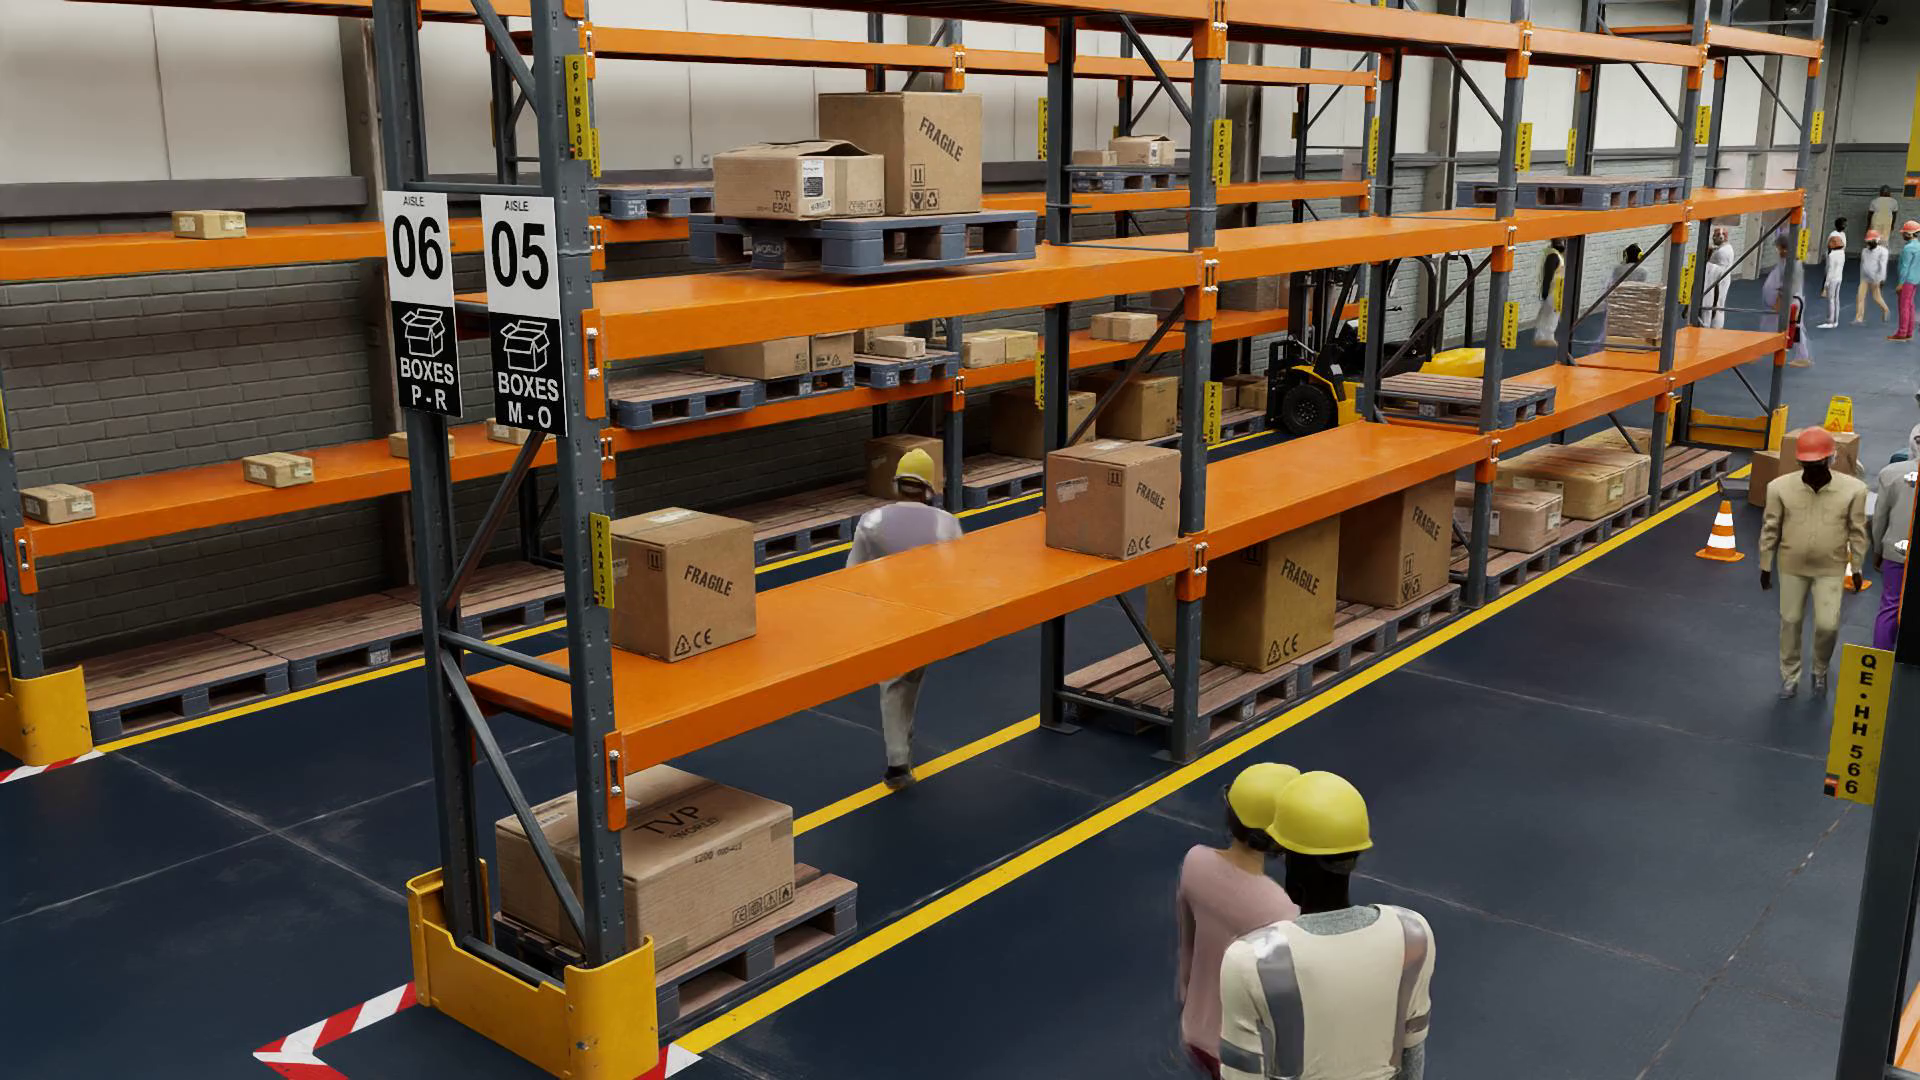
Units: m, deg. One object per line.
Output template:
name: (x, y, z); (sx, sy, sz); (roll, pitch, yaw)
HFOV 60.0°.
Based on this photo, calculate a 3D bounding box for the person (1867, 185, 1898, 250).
person: (24.886, -8.563, 44.935); (0.696, 2.000, 0.537); (6, 15, 21)

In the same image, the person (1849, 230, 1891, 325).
person: (16.513, -4.731, 29.992); (0.786, 1.714, 0.603); (-5, 15, -19)

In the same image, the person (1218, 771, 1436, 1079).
person: (0.878, 1.502, 4.189); (0.596, 1.923, 0.378); (-5, 15, -21)

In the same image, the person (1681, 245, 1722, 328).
person: (10.820, -3.400, 24.316); (0.517, 1.844, 0.332); (-2, 14, -6)

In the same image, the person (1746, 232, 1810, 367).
person: (12.200, -3.588, 24.677); (1.025, 2.000, 0.693); (3, 14, 10)

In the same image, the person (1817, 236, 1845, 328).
person: (15.526, -4.587, 29.587); (0.507, 1.630, 0.268); (-11, 18, -39)

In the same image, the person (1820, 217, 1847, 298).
person: (18.346, -5.909, 34.868); (0.538, 1.691, 0.320); (-10, 17, -35)

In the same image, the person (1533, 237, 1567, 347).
person: (9.621, -4.030, 26.988); (0.519, 1.794, 0.698); (4, 14, 17)

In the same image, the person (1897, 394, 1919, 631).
person: (6.704, -0.234, 11.591); (0.308, 1.769, 0.524); (6, 15, 23)

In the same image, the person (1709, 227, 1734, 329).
person: (12.502, -4.197, 27.460); (0.397, 1.899, 0.661); (8, 16, 28)

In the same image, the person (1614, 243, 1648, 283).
person: (9.694, -3.352, 24.063); (0.508, 1.876, 0.328); (13, 19, 42)

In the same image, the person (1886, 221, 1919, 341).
person: (15.803, -4.318, 27.780); (0.405, 1.987, 0.608); (13, 19, 42)

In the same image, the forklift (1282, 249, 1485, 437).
forklift: (4.886, -2.214, 18.767); (2.313, 2.155, 1.214); (11, 18, 38)

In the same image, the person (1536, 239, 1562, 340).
person: (9.890, -4.276, 27.911); (0.383, 1.837, 0.561); (0, 14, 1)

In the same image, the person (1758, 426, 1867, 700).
person: (5.154, 0.152, 10.097); (0.581, 1.722, 0.462); (8, 16, 30)

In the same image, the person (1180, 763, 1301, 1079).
person: (0.800, 1.451, 4.843); (0.814, 1.716, 0.552); (-8, 16, -28)

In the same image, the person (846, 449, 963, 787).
person: (-0.321, 0.405, 8.992); (0.676, 1.776, 0.948); (-1, 14, -4)

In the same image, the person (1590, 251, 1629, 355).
person: (9.566, -3.372, 24.313); (0.693, 1.812, 0.528); (1, 14, 3)

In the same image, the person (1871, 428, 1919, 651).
person: (5.970, 0.077, 10.347); (0.341, 1.752, 0.563); (-11, 17, -37)

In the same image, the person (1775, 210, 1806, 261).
person: (20.018, -7.313, 40.131); (0.642, 1.905, 0.399); (6, 15, 24)
